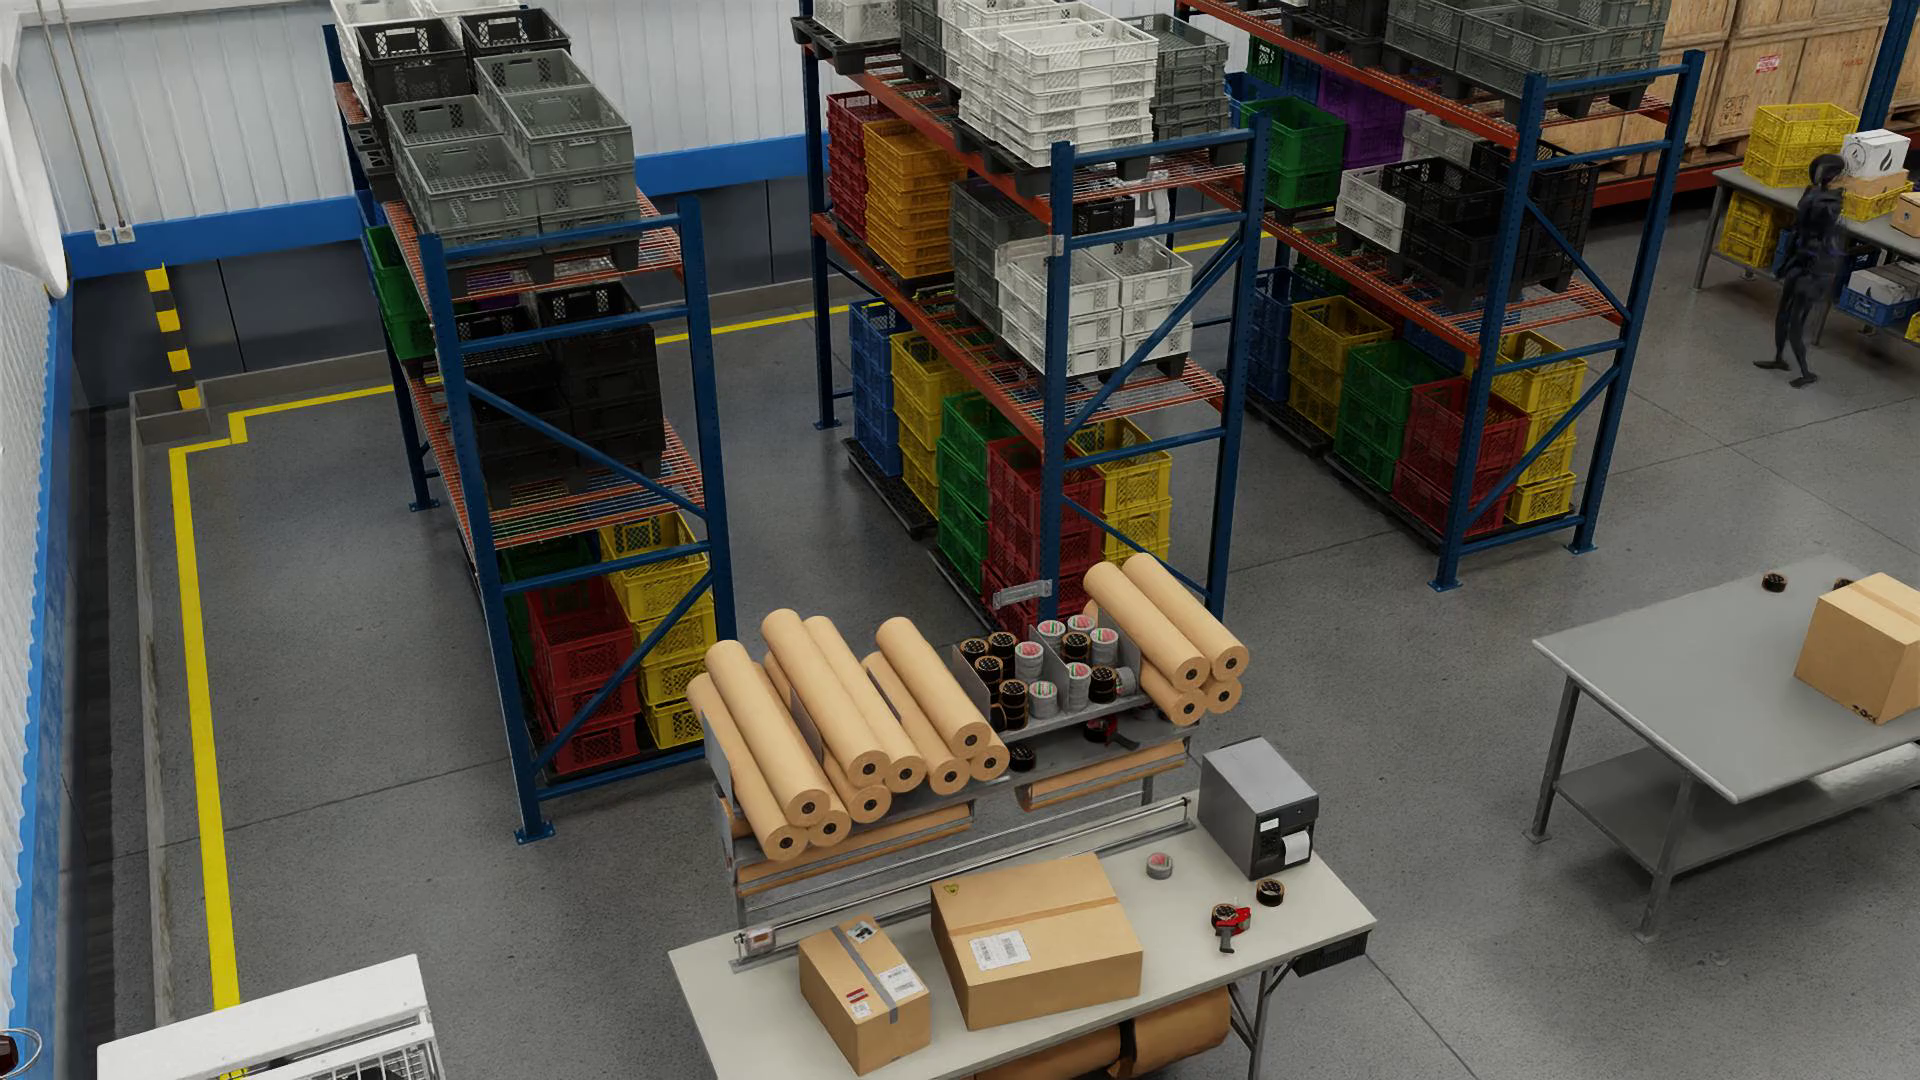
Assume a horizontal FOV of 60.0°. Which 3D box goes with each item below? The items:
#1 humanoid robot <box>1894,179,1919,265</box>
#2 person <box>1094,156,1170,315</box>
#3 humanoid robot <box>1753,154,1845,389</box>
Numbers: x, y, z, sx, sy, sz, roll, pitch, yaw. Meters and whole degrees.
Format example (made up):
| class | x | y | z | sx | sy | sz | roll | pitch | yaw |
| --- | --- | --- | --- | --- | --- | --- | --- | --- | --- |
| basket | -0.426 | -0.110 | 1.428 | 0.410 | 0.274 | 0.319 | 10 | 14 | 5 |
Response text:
| class | x | y | z | sx | sy | sz | roll | pitch | yaw |
| --- | --- | --- | --- | --- | --- | --- | --- | --- | --- |
| humanoid robot | 7.440 | -2.544 | 12.748 | 0.325 | 1.654 | 0.600 | 26 | 40 | 36 |
| person | 1.225 | -2.159 | 11.934 | 0.572 | 1.886 | 0.354 | 16 | 35 | 24 |
| humanoid robot | 6.023 | -1.894 | 11.729 | 0.412 | 1.657 | 0.641 | 2 | 32 | 3 |
